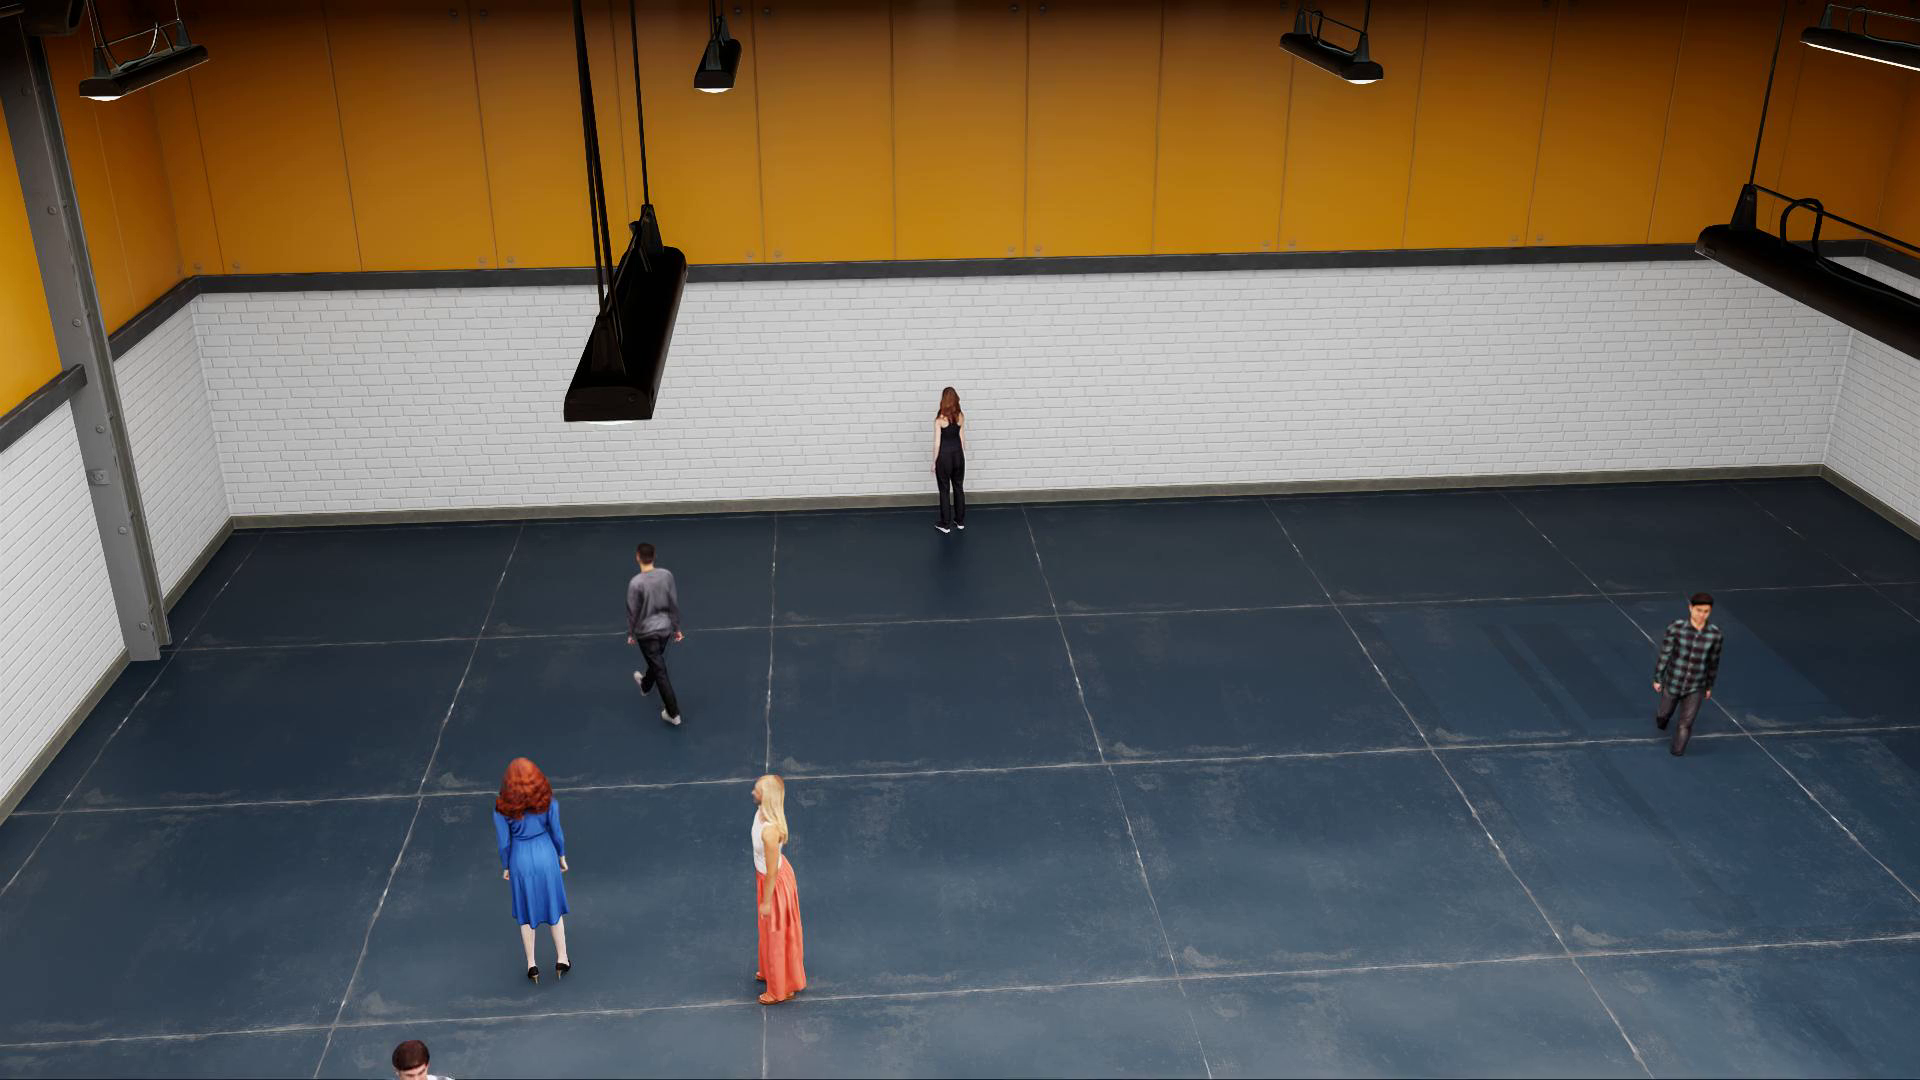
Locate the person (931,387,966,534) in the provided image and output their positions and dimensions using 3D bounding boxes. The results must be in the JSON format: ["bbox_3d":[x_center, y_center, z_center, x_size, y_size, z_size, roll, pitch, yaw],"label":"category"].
[{"bbox_3d":[-0.119,-0.948,19.400,0.667,1.747,0.650,-13,27,-27],"label":"person"}]

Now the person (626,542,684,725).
[{"bbox_3d":[-2.766,0.885,15.241,1.048,1.718,1.208,-19,30,-36],"label":"person"}]

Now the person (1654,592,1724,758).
[{"bbox_3d":[6.481,1.228,14.897,0.945,1.697,1.089,9,25,20],"label":"person"}]

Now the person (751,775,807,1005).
[{"bbox_3d":[-1.297,2.420,11.627,0.693,1.802,0.527,-4,24,-9],"label":"person"}]

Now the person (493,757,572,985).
[{"bbox_3d":[-3.015,2.341,11.772,0.649,1.830,0.617,-6,24,-14],"label":"person"}]

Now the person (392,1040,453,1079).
[{"bbox_3d":[-2.988,3.483,9.189,0.922,1.806,1.285,-10,26,-22],"label":"person"}]
